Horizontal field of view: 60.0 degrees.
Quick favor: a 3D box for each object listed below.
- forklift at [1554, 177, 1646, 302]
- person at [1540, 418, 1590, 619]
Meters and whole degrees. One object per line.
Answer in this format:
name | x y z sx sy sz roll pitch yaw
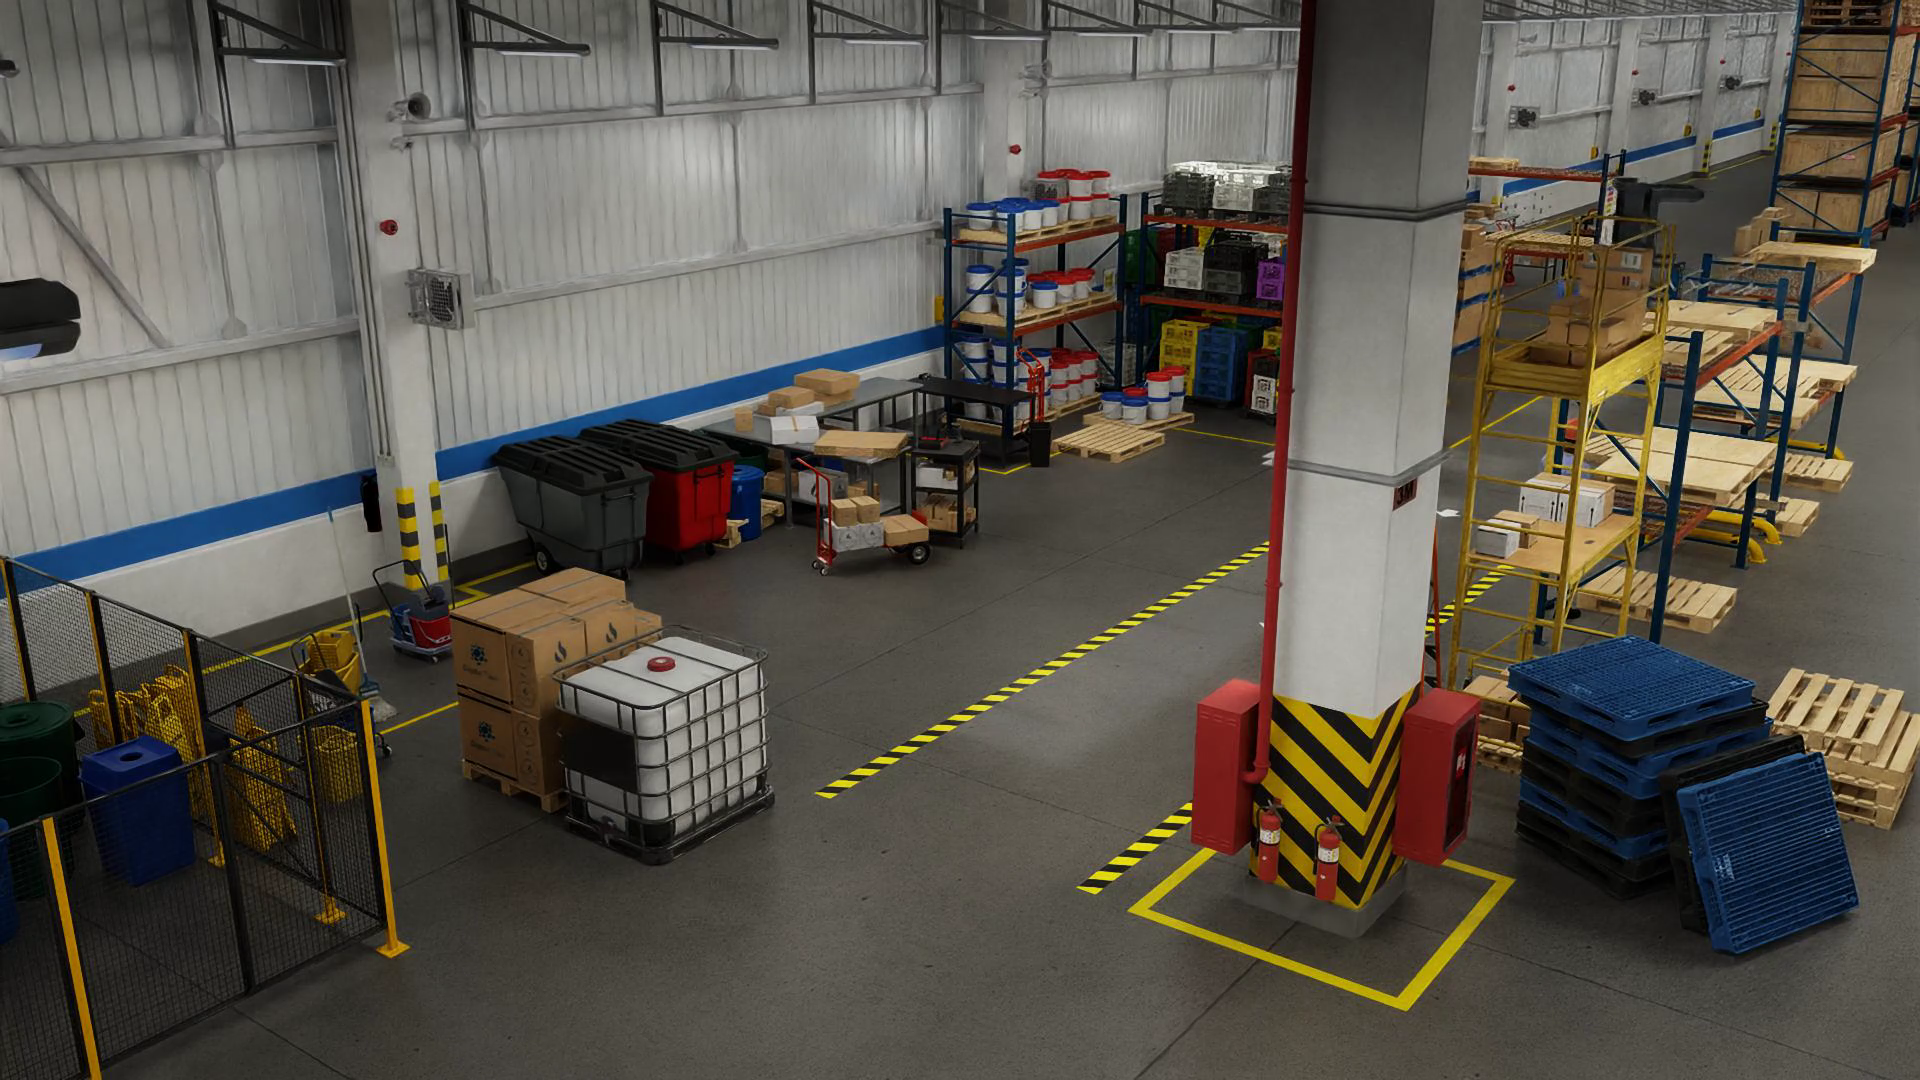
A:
forklift | 10.953 -4.558 27.569 1.873 2.768 1.129 4 19 12
person | 5.713 -0.204 15.736 0.356 1.938 0.543 -11 21 -30
